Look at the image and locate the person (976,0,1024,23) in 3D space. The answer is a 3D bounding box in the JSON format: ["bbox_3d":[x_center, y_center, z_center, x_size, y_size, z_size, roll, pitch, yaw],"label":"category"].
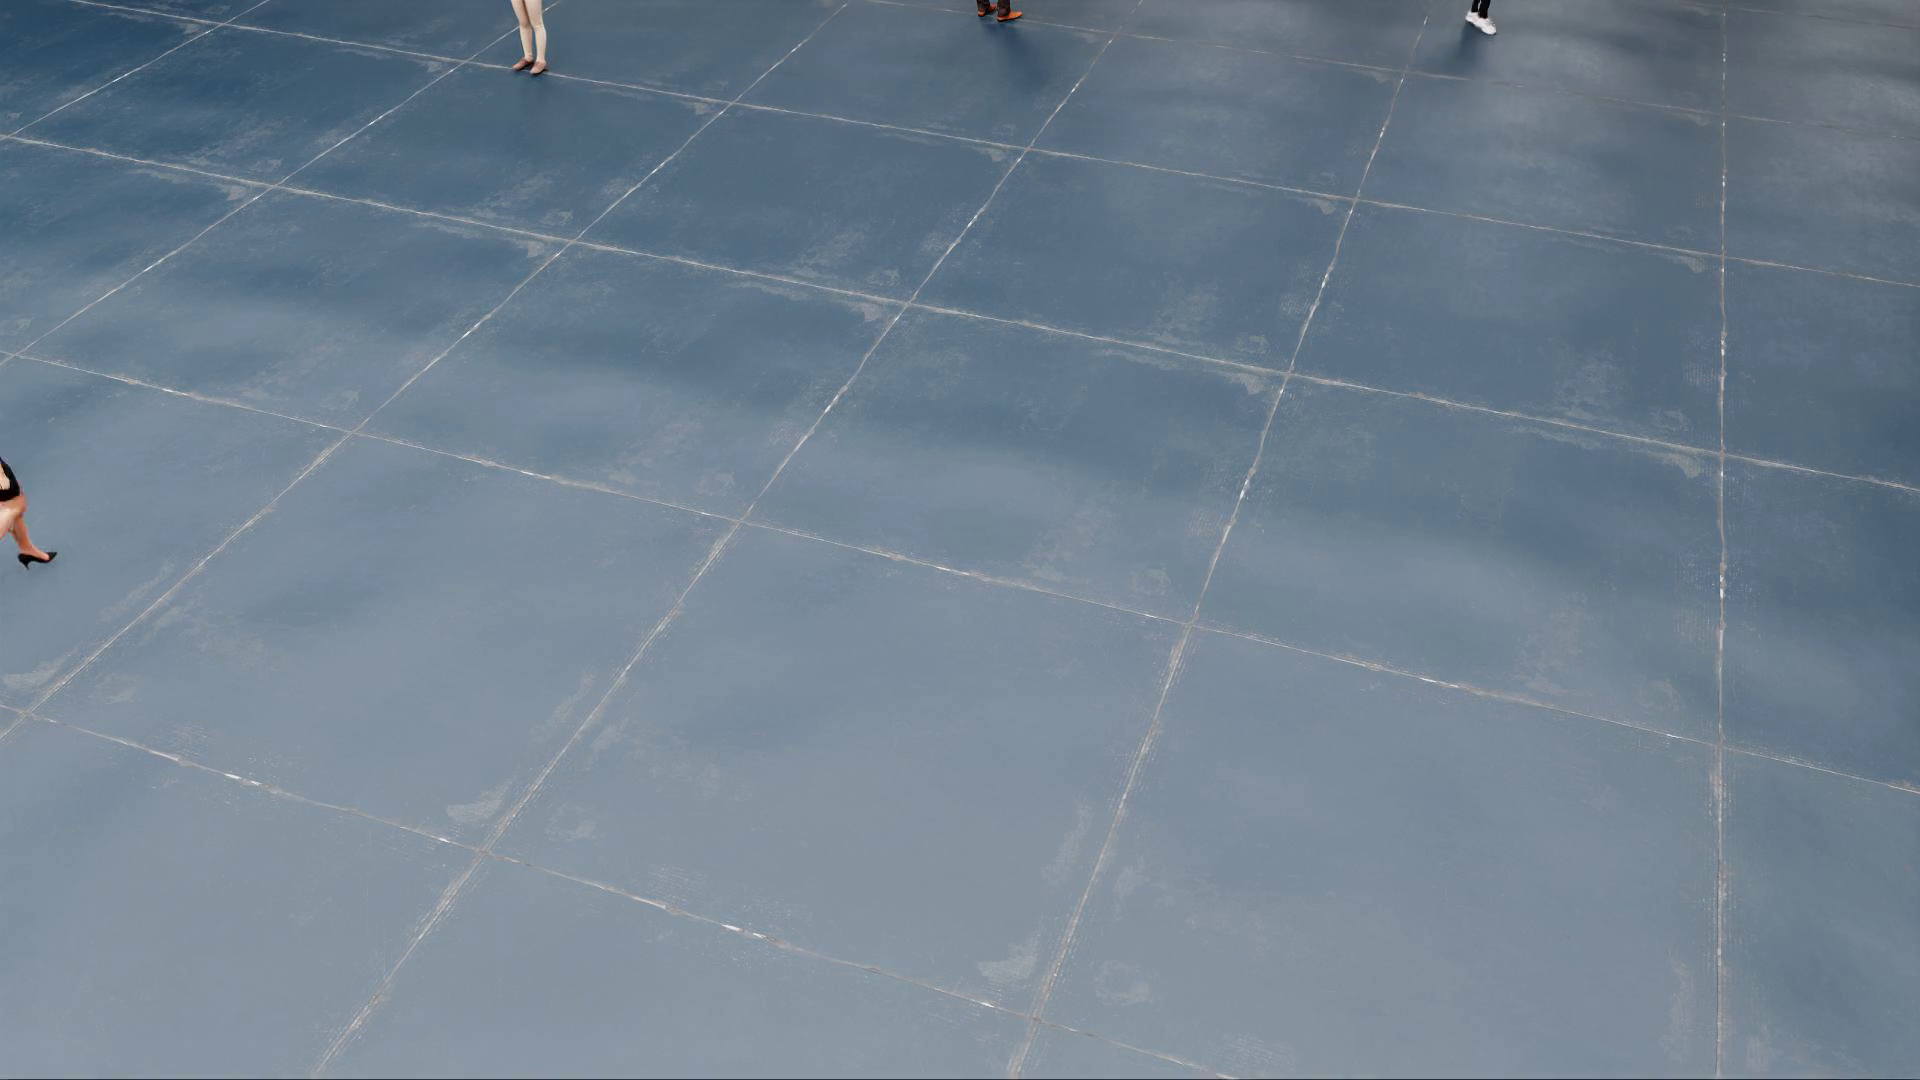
[{"bbox_3d":[0.371,-6.340,17.295,0.758,1.808,0.730,29,47,32],"label":"person"}]

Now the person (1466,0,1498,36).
[{"bbox_3d":[5.443,-6.212,17.121,0.779,1.821,0.878,-31,48,-34],"label":"person"}]

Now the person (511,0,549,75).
[{"bbox_3d":[-4.253,-5.434,16.263,0.637,1.653,0.571,13,40,16],"label":"person"}]
